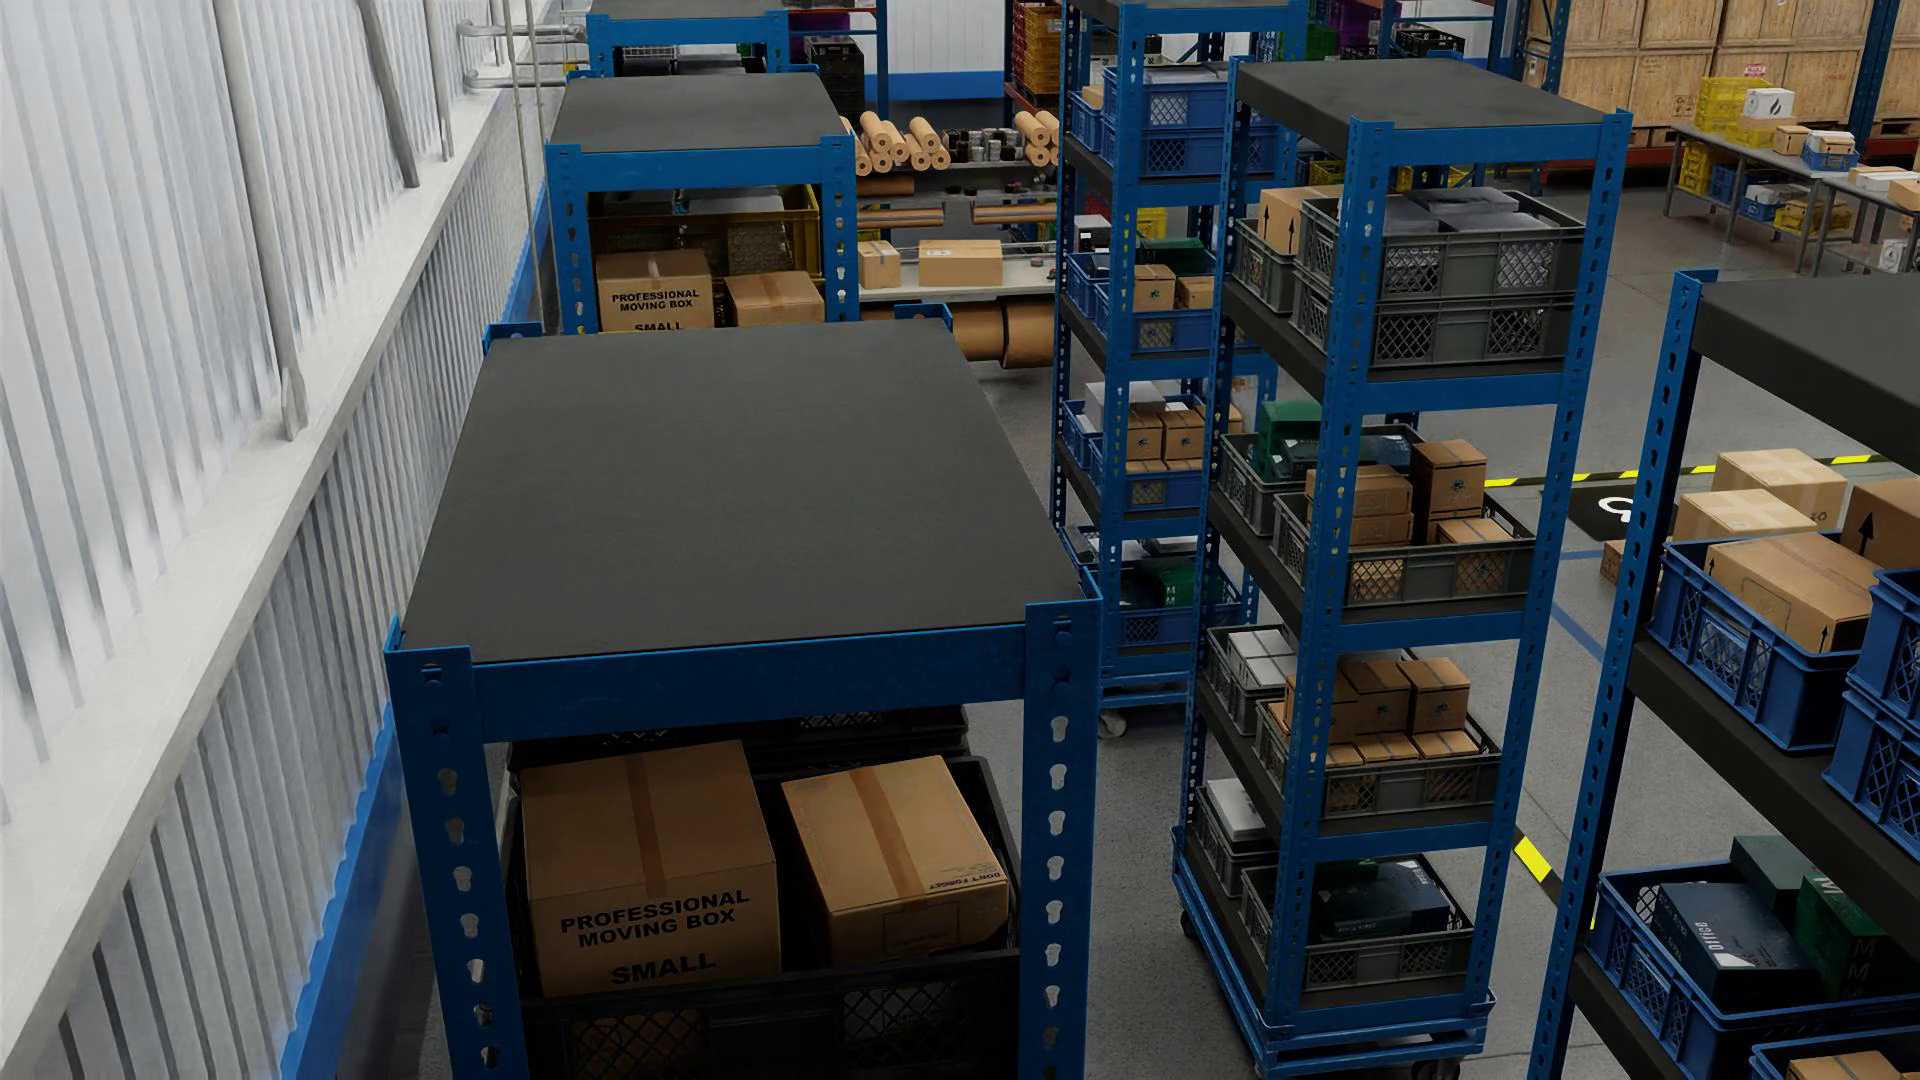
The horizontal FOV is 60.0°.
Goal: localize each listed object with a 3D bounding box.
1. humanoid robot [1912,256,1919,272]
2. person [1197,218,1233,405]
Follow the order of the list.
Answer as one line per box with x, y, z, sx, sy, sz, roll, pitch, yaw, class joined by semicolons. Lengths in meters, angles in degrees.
6.549;-1.116;10.971;0.556;1.770;0.821;3;25;7;humanoid robot
1.673;-1.239;11.100;0.396;1.849;0.597;-4;25;-10;person
